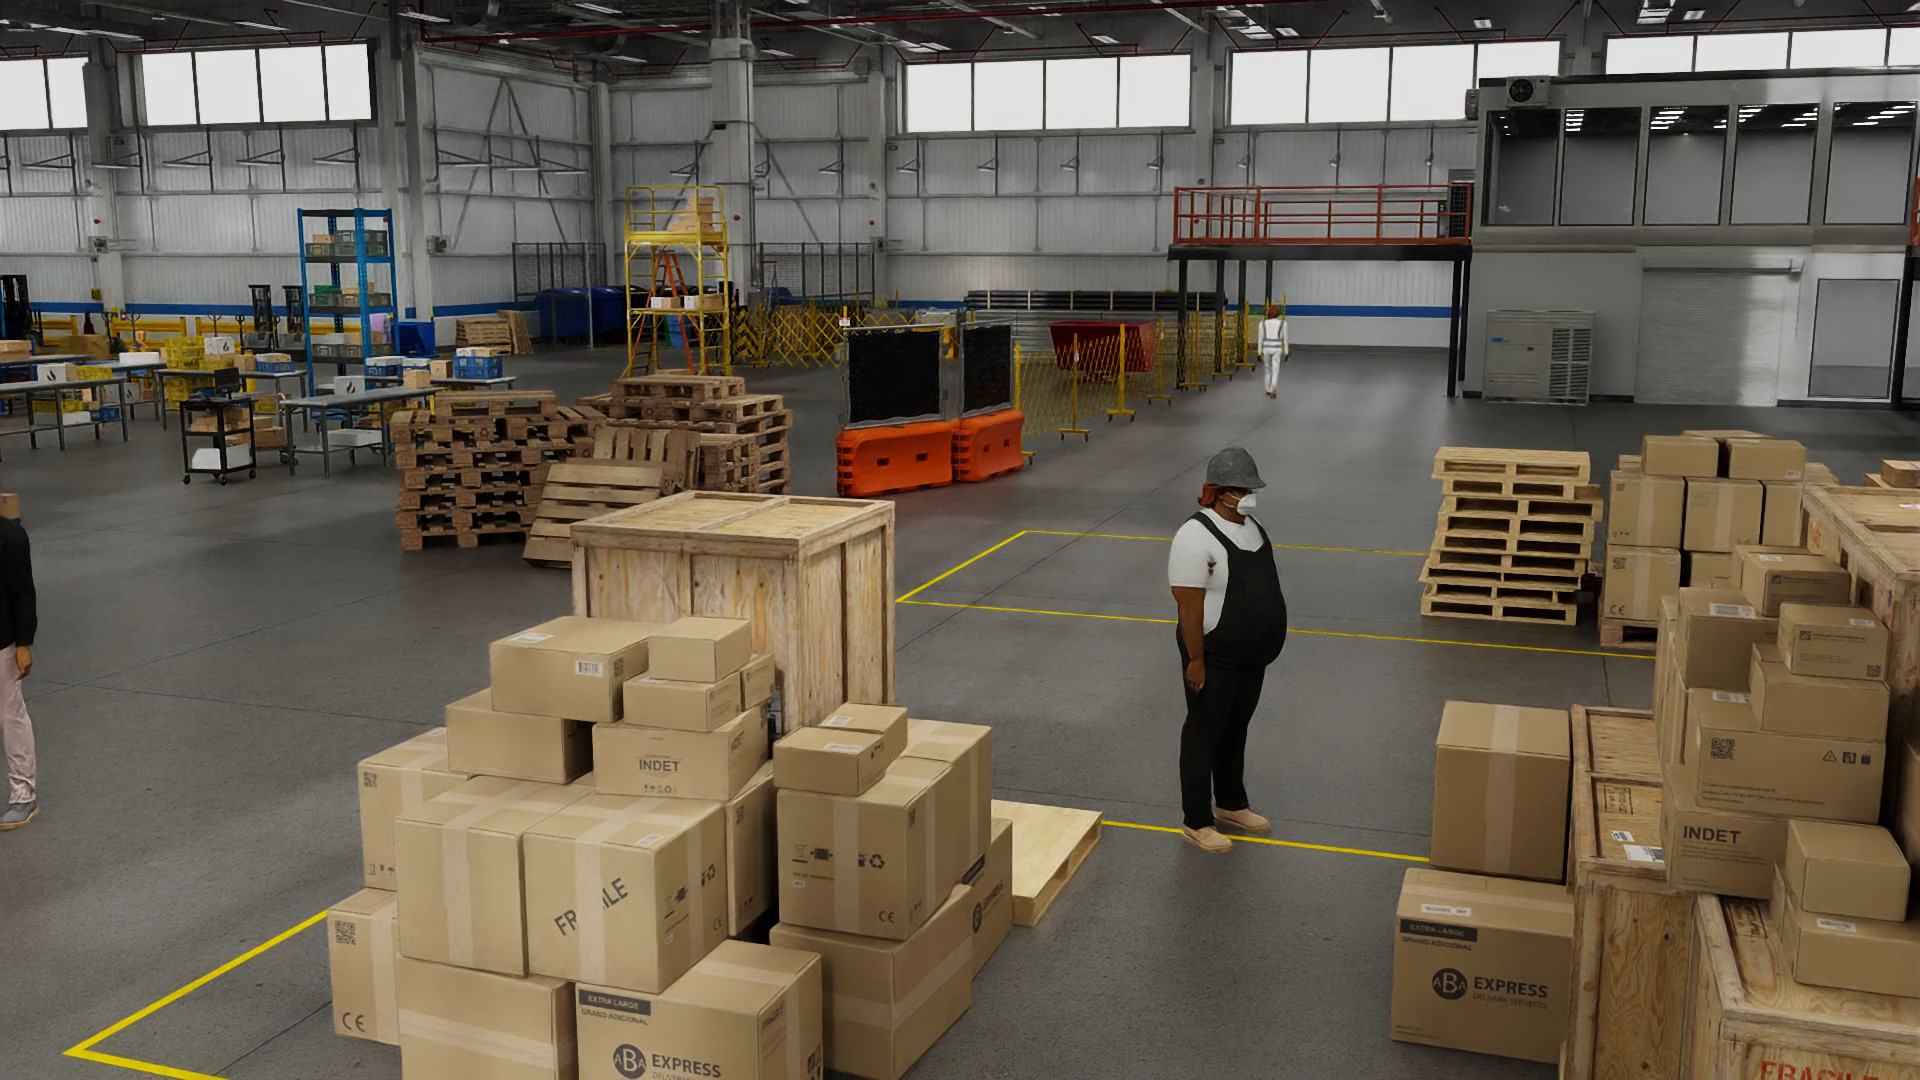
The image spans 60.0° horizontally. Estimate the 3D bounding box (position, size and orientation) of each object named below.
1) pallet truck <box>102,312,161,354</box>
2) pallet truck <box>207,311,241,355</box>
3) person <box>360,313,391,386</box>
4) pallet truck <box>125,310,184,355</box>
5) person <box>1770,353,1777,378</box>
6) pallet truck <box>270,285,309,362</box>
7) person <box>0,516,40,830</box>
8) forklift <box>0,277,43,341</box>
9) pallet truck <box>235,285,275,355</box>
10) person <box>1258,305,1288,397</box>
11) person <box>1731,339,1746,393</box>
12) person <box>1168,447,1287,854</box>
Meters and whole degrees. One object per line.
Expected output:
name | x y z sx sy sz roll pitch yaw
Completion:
pallet truck | -23.057 -5.777 46.261 0.680 1.201 1.601 3 11 19
pallet truck | -19.537 -5.575 44.913 0.653 1.274 1.630 3 11 19
person | -11.815 -3.941 33.628 0.615 2.041 0.376 -8 13 -37
pallet truck | -22.038 -5.665 45.457 0.704 1.261 1.522 3 11 17
person | 18.072 -4.330 36.430 0.525 1.841 0.831 -7 12 -35
pallet truck | -17.147 -5.700 43.663 0.823 1.965 1.885 3 11 17
person | -5.105 0.520 8.637 0.609 1.995 0.378 1 10 5
forklift | -27.151 -6.329 46.328 1.157 1.987 2.680 3 11 17
pallet truck | -18.327 -5.835 44.421 0.823 1.965 1.885 4 11 23
person | 6.216 -3.749 33.084 0.583 1.861 0.819 3 10 15
person | 15.909 -3.805 33.988 0.361 1.621 0.517 10 14 44
person | 1.387 0.537 8.415 0.537 2.000 0.682 8 13 39
